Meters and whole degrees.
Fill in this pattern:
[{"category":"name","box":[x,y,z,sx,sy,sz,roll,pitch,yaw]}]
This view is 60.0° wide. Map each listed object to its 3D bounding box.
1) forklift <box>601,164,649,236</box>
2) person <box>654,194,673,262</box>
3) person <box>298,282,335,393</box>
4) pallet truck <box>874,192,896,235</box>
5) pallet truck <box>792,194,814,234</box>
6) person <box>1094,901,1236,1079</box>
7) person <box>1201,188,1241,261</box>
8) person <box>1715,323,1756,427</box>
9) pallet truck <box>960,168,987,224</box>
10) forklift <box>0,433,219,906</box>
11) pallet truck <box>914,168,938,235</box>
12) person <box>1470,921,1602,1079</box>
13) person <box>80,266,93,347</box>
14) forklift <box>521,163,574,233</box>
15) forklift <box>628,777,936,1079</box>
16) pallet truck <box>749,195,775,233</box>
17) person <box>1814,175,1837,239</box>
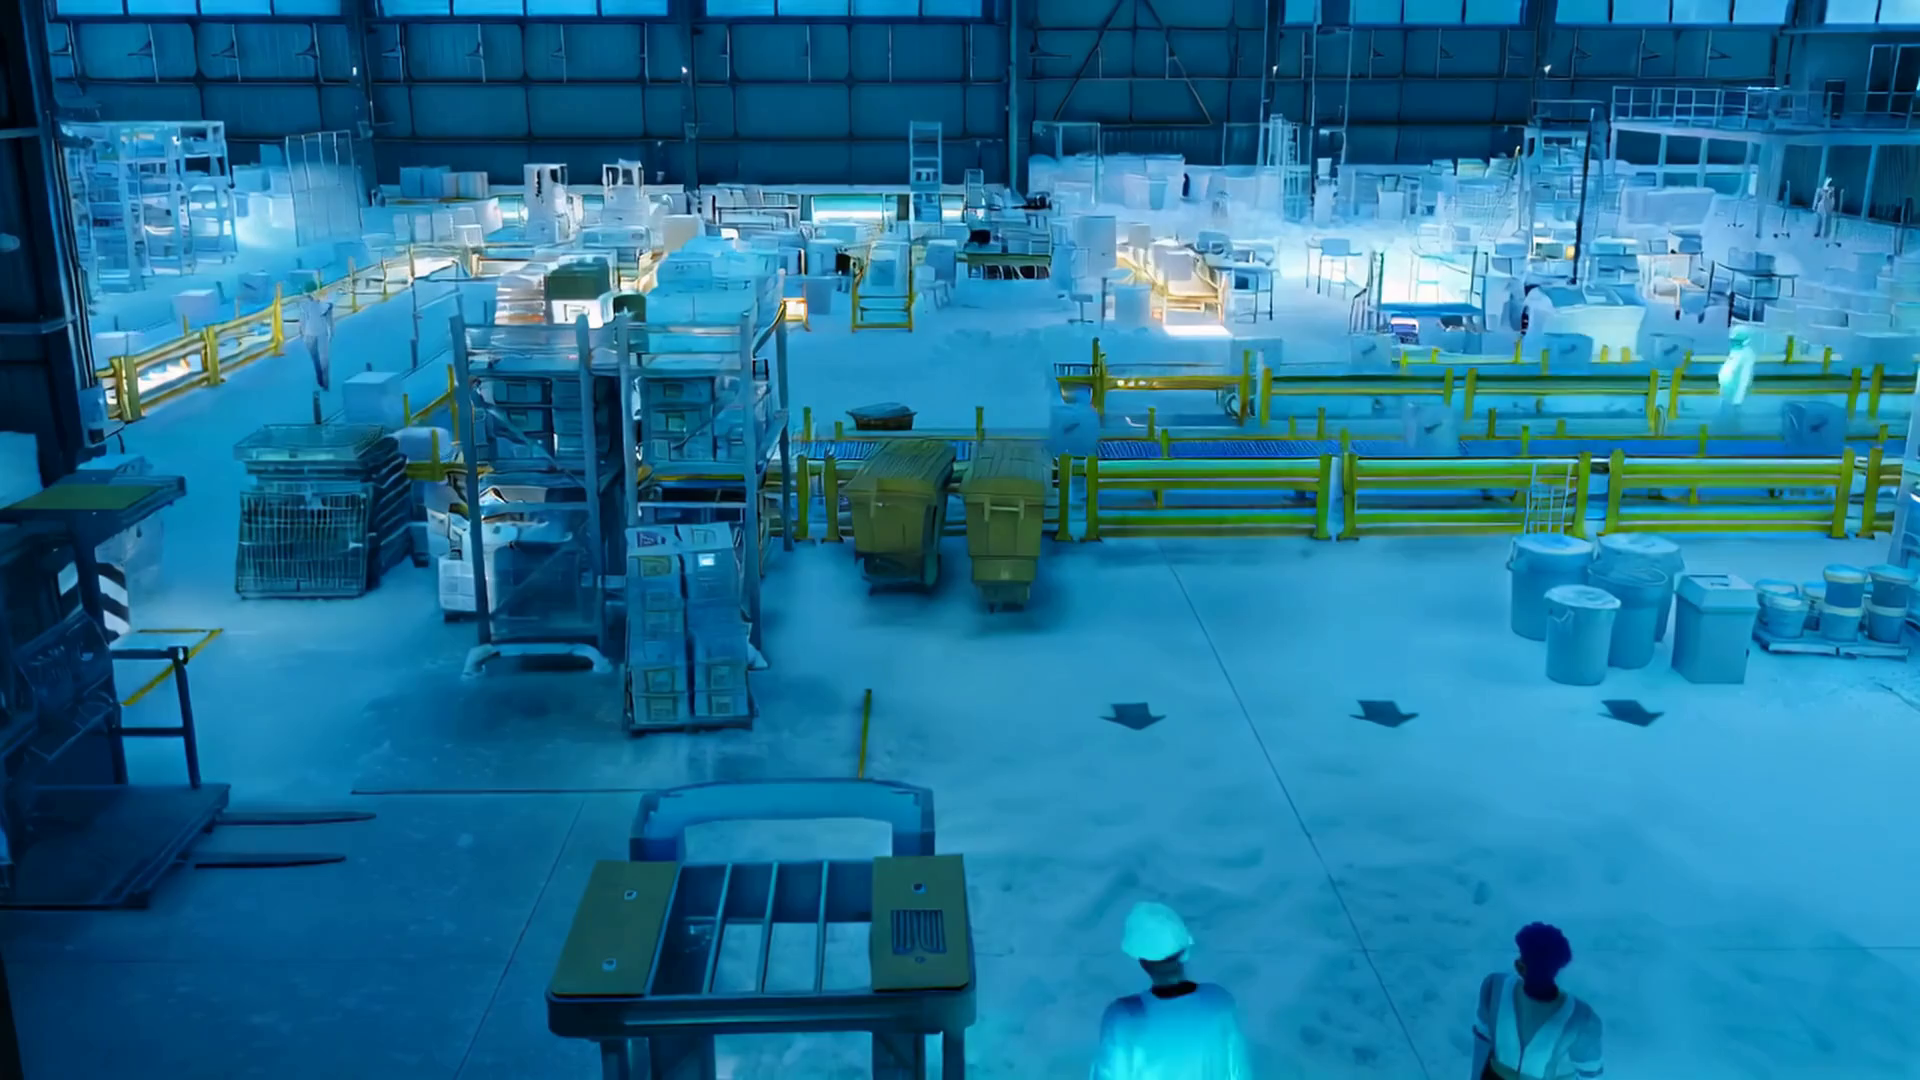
[{"category":"forklift","box":[-9.948,-10.127,49.296,1.157,1.987,2.680,-1,16,-3]},{"category":"person","box":[-7.333,-7.773,41.921,0.992,1.853,0.666,-1,16,-3]},{"category":"person","box":[-10.203,-3.252,26.428,0.524,1.729,0.866,-3,16,-11]},{"category":"pallet truck","box":[-2.277,-9.986,50.594,0.653,1.274,1.630,0,16,-1]},{"category":"pallet truck","box":[-4.814,-9.883,50.259,0.704,1.261,1.522,-1,16,-3]},{"category":"person","box":[0.804,2.328,6.710,0.550,1.908,0.496,-6,17,-21]},{"category":"person","box":[6.611,-7.934,42.249,1.059,1.986,0.616,9,19,30]},{"category":"person","box":[10.101,-1.919,21.629,0.521,1.818,0.613,3,16,10]},{"category":"pallet truck","box":[0.383,-10.230,50.206,0.823,1.965,1.885,-1,16,-3]},{"category":"forklift","box":[-5.952,0.780,10.366,1.873,2.768,1.129,0,16,-1]},{"category":"pallet truck","box":[-0.989,-10.316,50.507,0.823,1.965,1.885,1,16,3]},{"category":"person","box":[2.368,2.369,6.951,0.541,1.695,0.316,14,21,39]},{"category":"person","box":[-15.650,-4.209,29.373,0.615,1.942,0.407,-2,16,-6]},{"category":"forklift","box":[-12.233,-10.122,49.298,1.157,1.987,2.680,0,16,-1]},{"category":"forklift","box":[-0.542,2.165,5.552,1.129,2.768,1.873,-1,16,-2]},{"category":"pallet truck","box":[-6.051,-9.967,50.660,0.680,1.201,1.601,0,16,-1]},{"category":"person","box":[25.475,-9.793,48.958,0.517,1.843,0.326,2,16,8]}]
